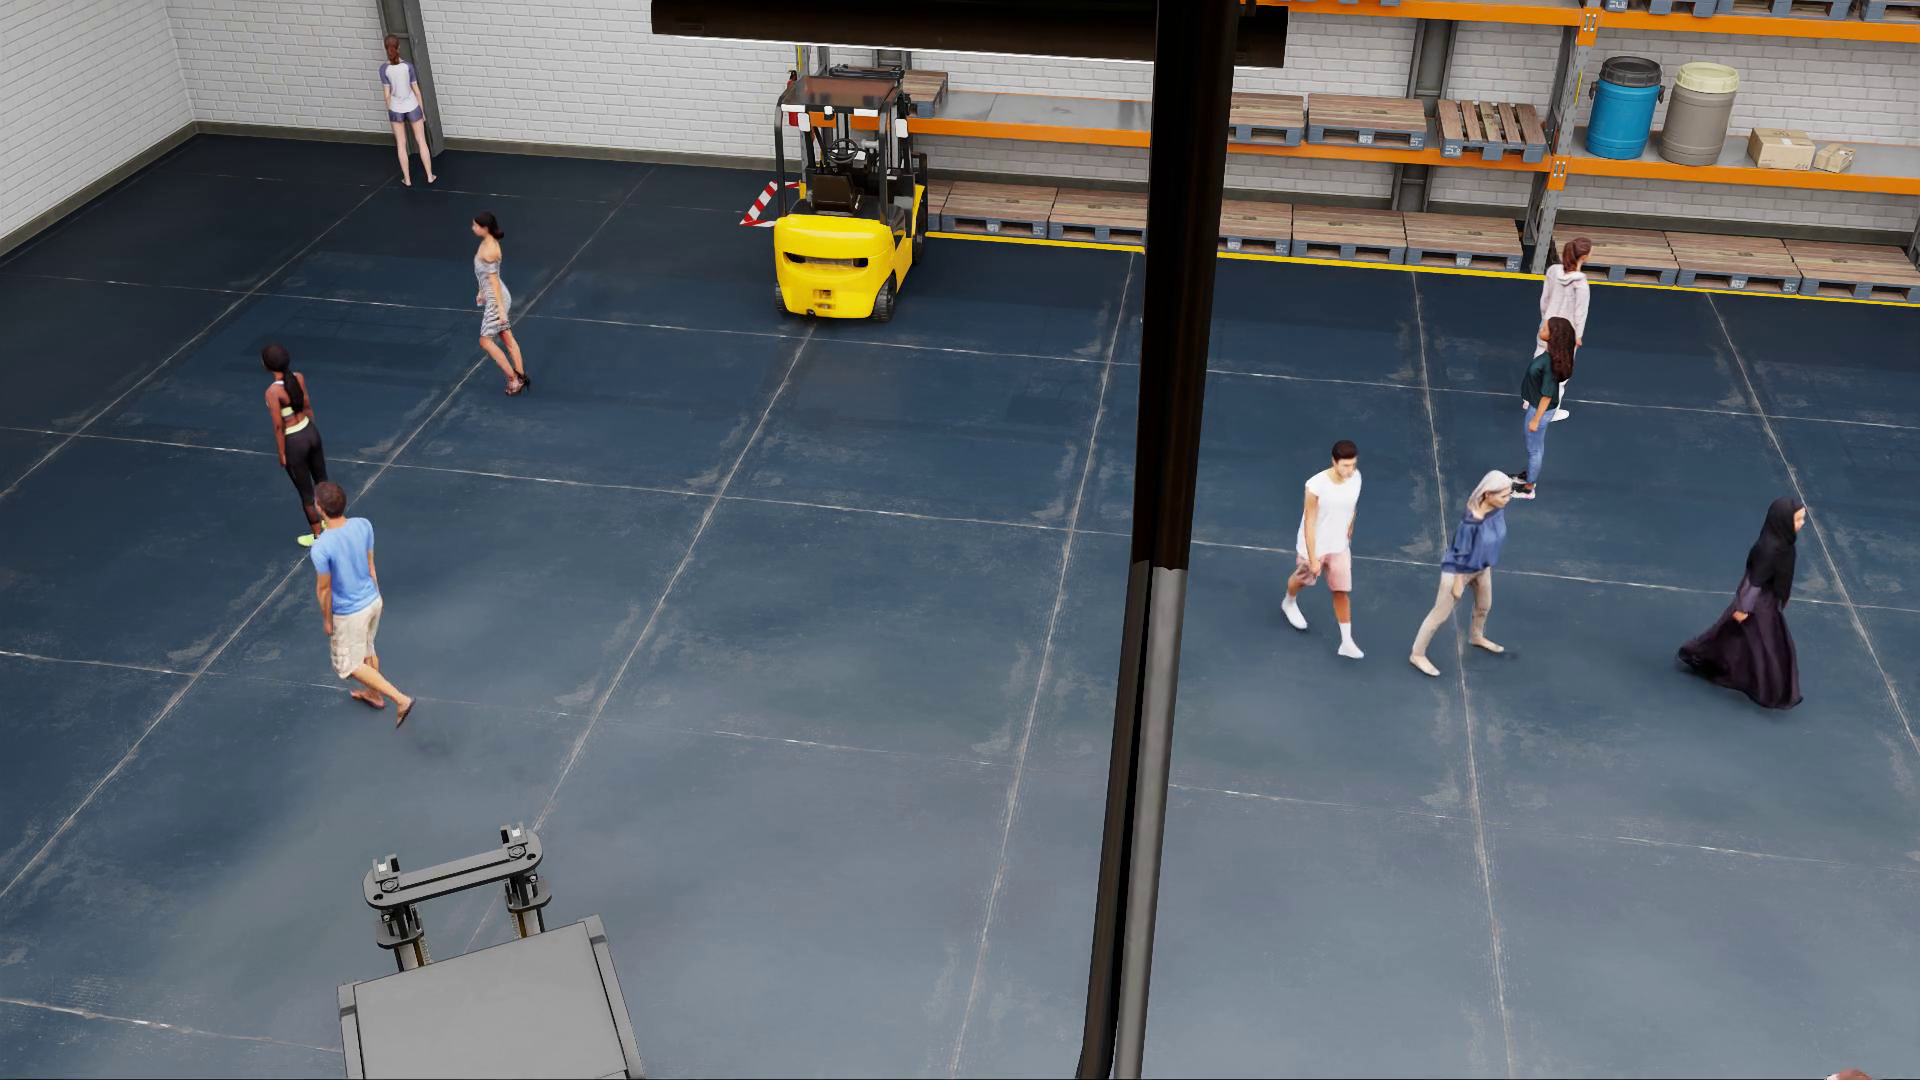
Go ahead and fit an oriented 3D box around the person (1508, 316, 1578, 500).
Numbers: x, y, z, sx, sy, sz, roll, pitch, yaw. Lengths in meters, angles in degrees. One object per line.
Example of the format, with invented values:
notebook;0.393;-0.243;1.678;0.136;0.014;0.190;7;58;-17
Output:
person;4.783;-1.093;13.676;0.662;1.617;0.655;14;36;19

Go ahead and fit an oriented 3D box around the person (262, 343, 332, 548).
person;-5.156;-0.742;13.023;0.579;1.755;0.606;14;36;20

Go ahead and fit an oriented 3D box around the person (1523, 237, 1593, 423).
person;5.329;-1.885;14.799;0.772;1.693;0.728;-18;38;-25

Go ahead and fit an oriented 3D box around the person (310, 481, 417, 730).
person;-3.992;0.475;11.117;1.050;1.838;0.819;16;37;22

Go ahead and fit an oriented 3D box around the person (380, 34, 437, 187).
person;-6.498;-5.029;19.462;0.641;1.768;0.729;-11;35;-16

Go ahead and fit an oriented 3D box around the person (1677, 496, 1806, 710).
person;5.454;0.370;11.488;1.184;1.602;0.974;26;41;33

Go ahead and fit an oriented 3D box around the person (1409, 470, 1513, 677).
person;3.556;0.213;11.654;0.890;1.680;0.924;-26;41;-33

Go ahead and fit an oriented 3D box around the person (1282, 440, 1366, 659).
person;2.566;-0.023;11.958;1.189;1.737;1.096;-14;36;-21

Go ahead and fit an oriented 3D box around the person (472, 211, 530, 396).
person;-4.097;-2.126;15.056;0.711;1.810;0.694;-7;34;-10
